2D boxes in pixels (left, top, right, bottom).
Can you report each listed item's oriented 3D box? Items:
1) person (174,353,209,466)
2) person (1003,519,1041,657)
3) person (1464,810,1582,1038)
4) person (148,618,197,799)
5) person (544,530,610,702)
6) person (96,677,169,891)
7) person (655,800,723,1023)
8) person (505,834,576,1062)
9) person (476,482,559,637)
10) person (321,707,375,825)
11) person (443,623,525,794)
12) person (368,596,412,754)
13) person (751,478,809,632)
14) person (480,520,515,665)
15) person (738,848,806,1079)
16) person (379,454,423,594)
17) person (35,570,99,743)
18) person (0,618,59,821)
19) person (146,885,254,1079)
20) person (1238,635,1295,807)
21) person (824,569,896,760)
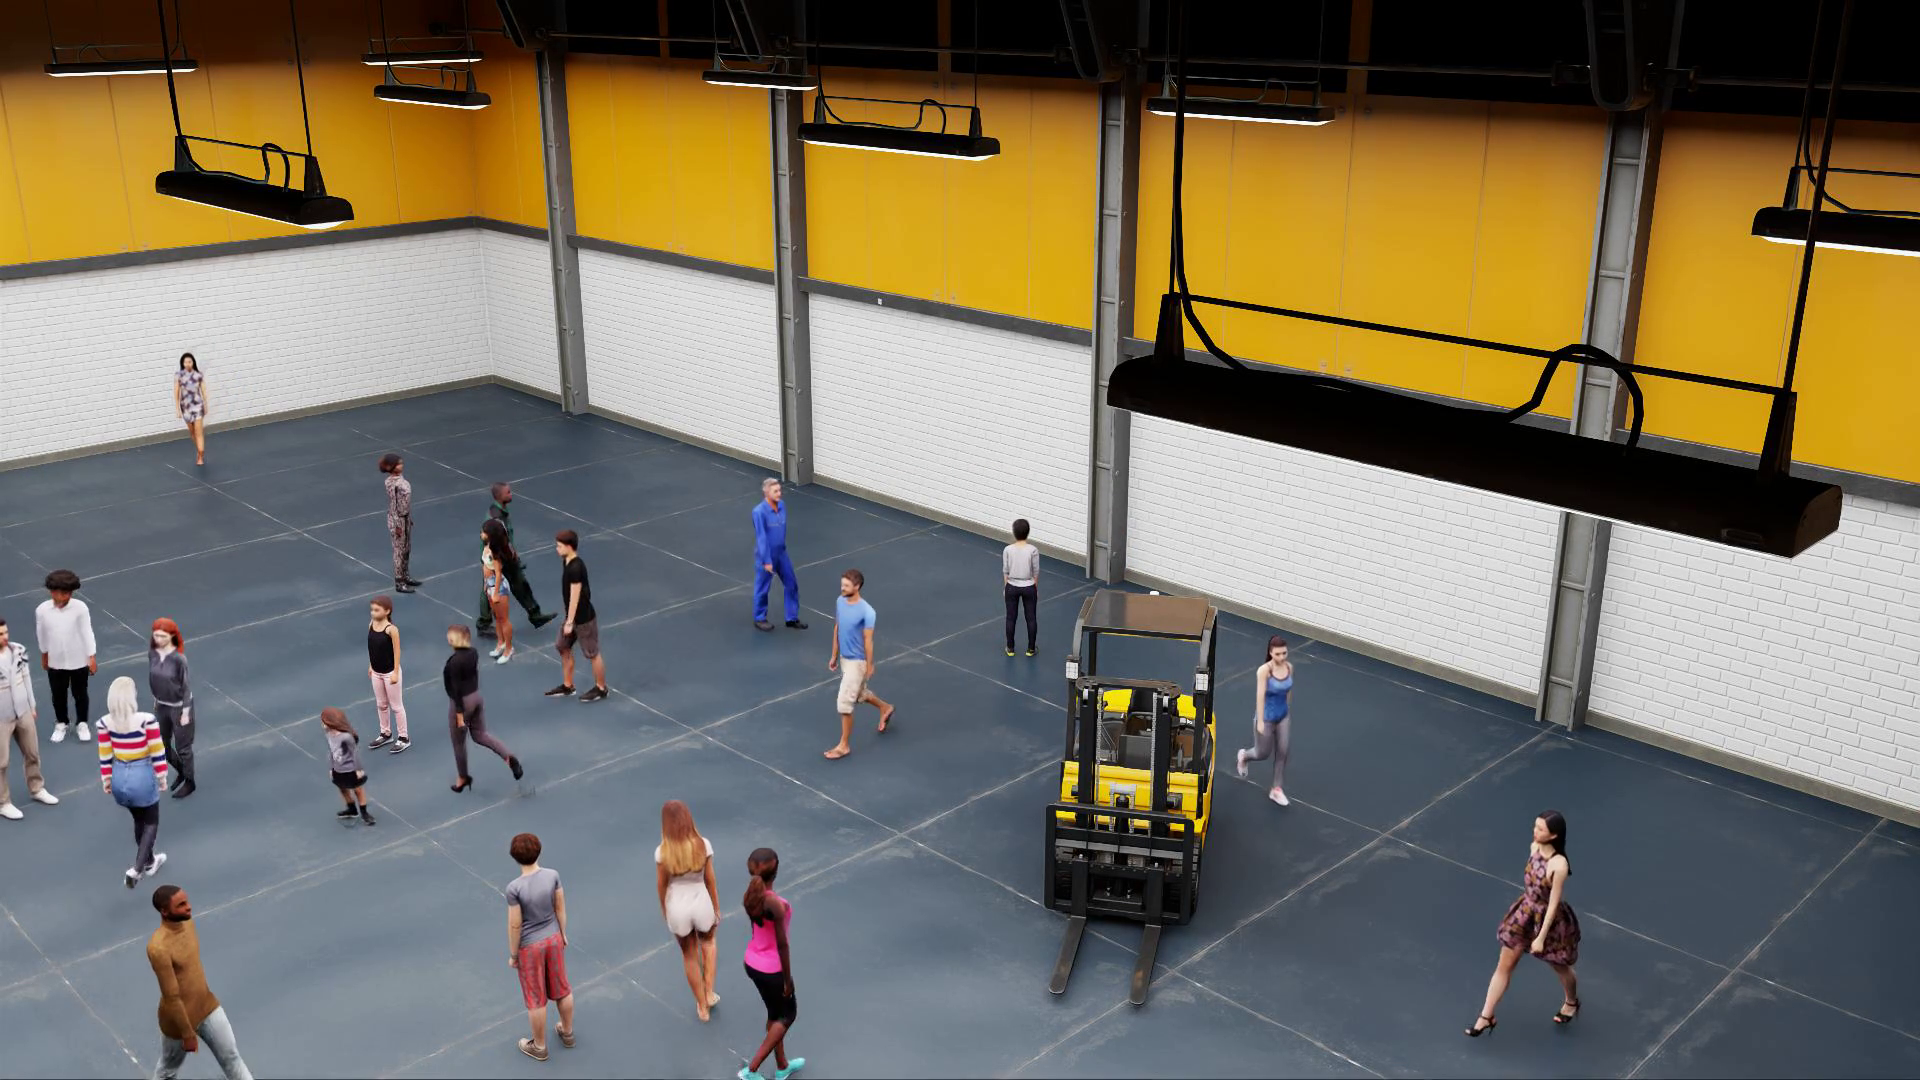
[{"bbox_3d":[-11.794,-2.015,25.568,0.974,1.685,1.223,-5,19,-16],"label":"person"},{"bbox_3d":[0.667,0.522,18.242,0.600,1.553,0.677,2,19,5],"label":"person"},{"bbox_3d":[4.105,2.697,11.523,1.032,1.719,1.165,-5,19,-15],"label":"person"},{"bbox_3d":[-7.031,1.494,15.032,0.636,1.760,0.765,8,20,21],"label":"person"},{"bbox_3d":[-3.807,0.774,17.044,0.879,1.839,0.882,-11,21,-29],"label":"person"},{"bbox_3d":[-6.726,2.004,13.473,1.042,1.788,1.101,-1,19,-3],"label":"person"},{"bbox_3d":[-1.909,2.660,11.707,0.714,1.672,0.755,-3,19,-8],"label":"person"},{"bbox_3d":[-2.880,2.779,11.390,0.602,1.648,0.565,-14,23,-37],"label":"person"},{"bbox_3d":[-5.253,0.261,18.644,1.154,1.792,1.165,-2,19,-7],"label":"person"},{"bbox_3d":[-5.353,1.986,14.634,0.483,1.081,0.653,4,19,13],"label":"person"},{"bbox_3d":[-4.369,1.545,15.046,1.031,1.653,0.886,4,19,12],"label":"person"},{"bbox_3d":[-5.525,1.269,16.005,0.550,1.564,0.652,9,20,24],"label":"person"},{"bbox_3d":[-2.221,0.168,18.899,0.924,1.804,0.795,14,23,36],"label":"person"},{"bbox_3d":[-5.029,0.543,18.066,0.666,1.626,0.554,-11,22,-30],"label":"person"},{"bbox_3d":[-1.333,2.882,11.007,0.655,1.697,0.739,-16,24,-39],"label":"person"},{"bbox_3d":[-6.807,-0.220,20.190,0.740,1.715,0.685,1,19,3],"label":"person"},{"bbox_3d":[-8.666,1.120,16.115,0.811,1.776,0.828,-2,19,-6],"label":"person"},{"bbox_3d":[-8.455,1.538,14.754,0.673,1.853,0.741,10,21,27],"label":"person"},{"bbox_3d":[-4.988,3.008,10.526,1.250,1.765,1.156,1,19,2],"label":"person"},{"bbox_3d":[2.771,1.592,15.007,0.740,1.590,0.978,-10,21,-27],"label":"person"},{"bbox_3d":[-0.955,1.133,15.987,0.759,1.833,1.150,-15,24,-38],"label":"person"}]
